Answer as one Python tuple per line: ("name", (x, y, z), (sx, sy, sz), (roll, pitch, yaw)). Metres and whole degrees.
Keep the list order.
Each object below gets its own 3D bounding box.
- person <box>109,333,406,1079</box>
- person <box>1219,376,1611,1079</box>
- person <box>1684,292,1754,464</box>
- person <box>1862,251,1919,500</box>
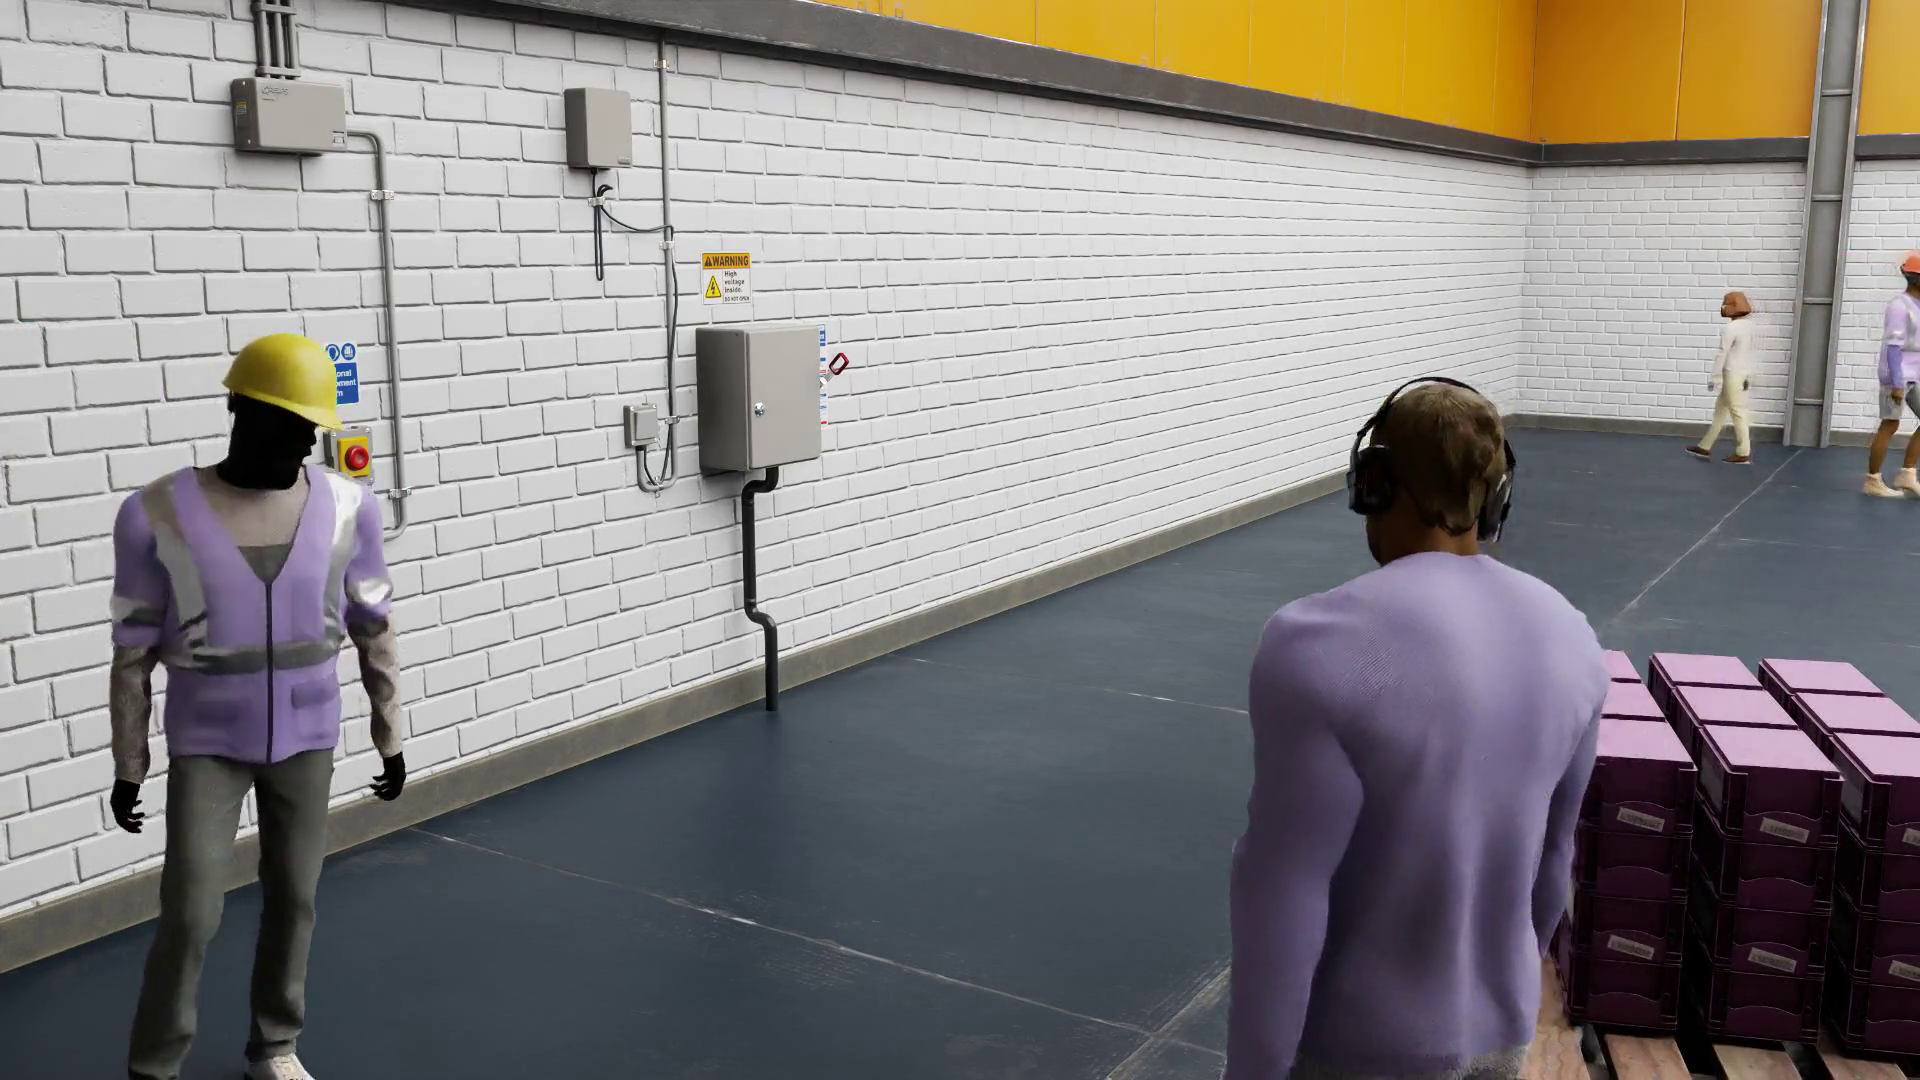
("person", (-1.639, 0.462, 3.924), (0.652, 1.889, 0.444), (-7, 13, -36))
("person", (0.622, 0.715, 2.478), (0.680, 1.906, 0.442), (-6, 12, -29))
("person", (7.214, -1.542, 15.789), (0.523, 1.600, 0.752), (-10, 14, -44))
("person", (7.664, -1.307, 13.361), (0.654, 2.016, 0.665), (-8, 13, -38))
